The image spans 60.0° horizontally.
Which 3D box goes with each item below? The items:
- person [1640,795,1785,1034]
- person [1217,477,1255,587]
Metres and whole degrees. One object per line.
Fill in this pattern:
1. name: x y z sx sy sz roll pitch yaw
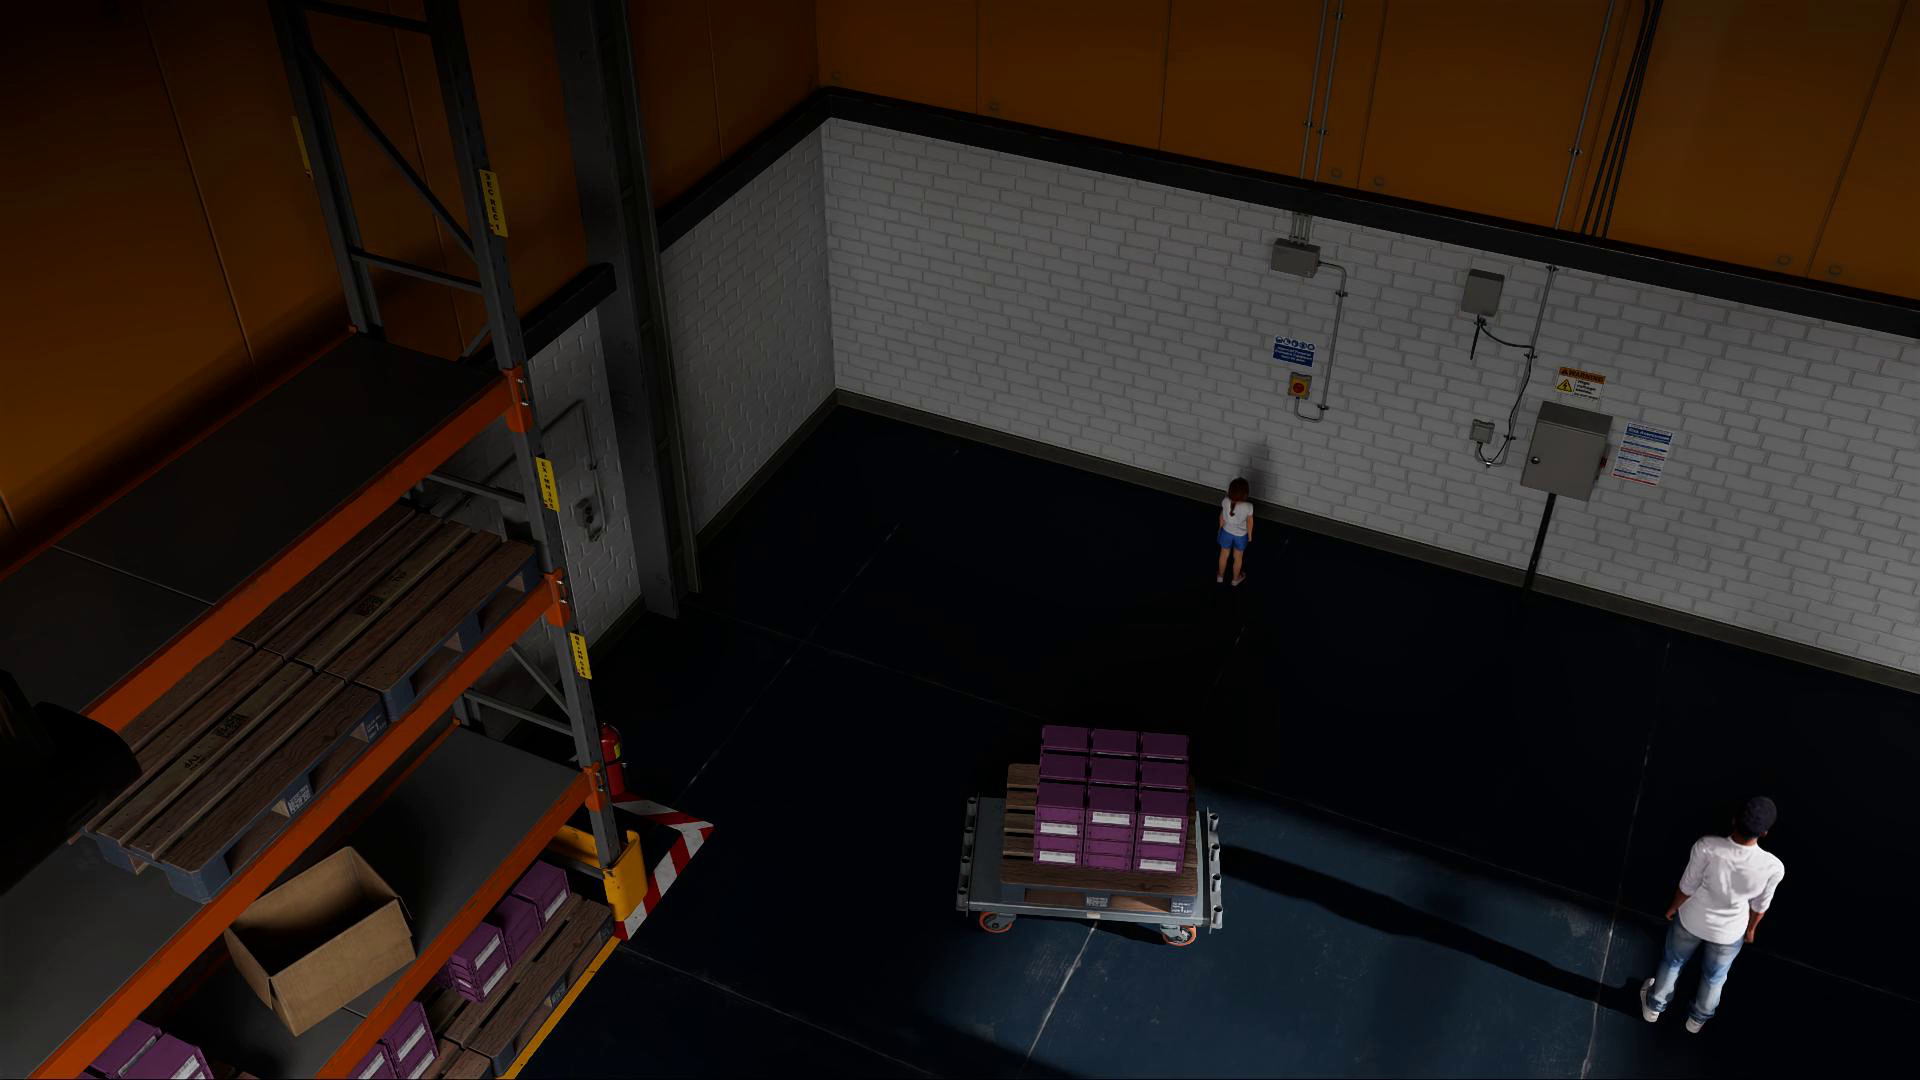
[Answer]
1. person: 4.321 2.148 9.550 0.632 1.812 0.542 15 41 18
2. person: 2.141 -0.076 12.971 0.417 1.020 0.430 15 41 18
